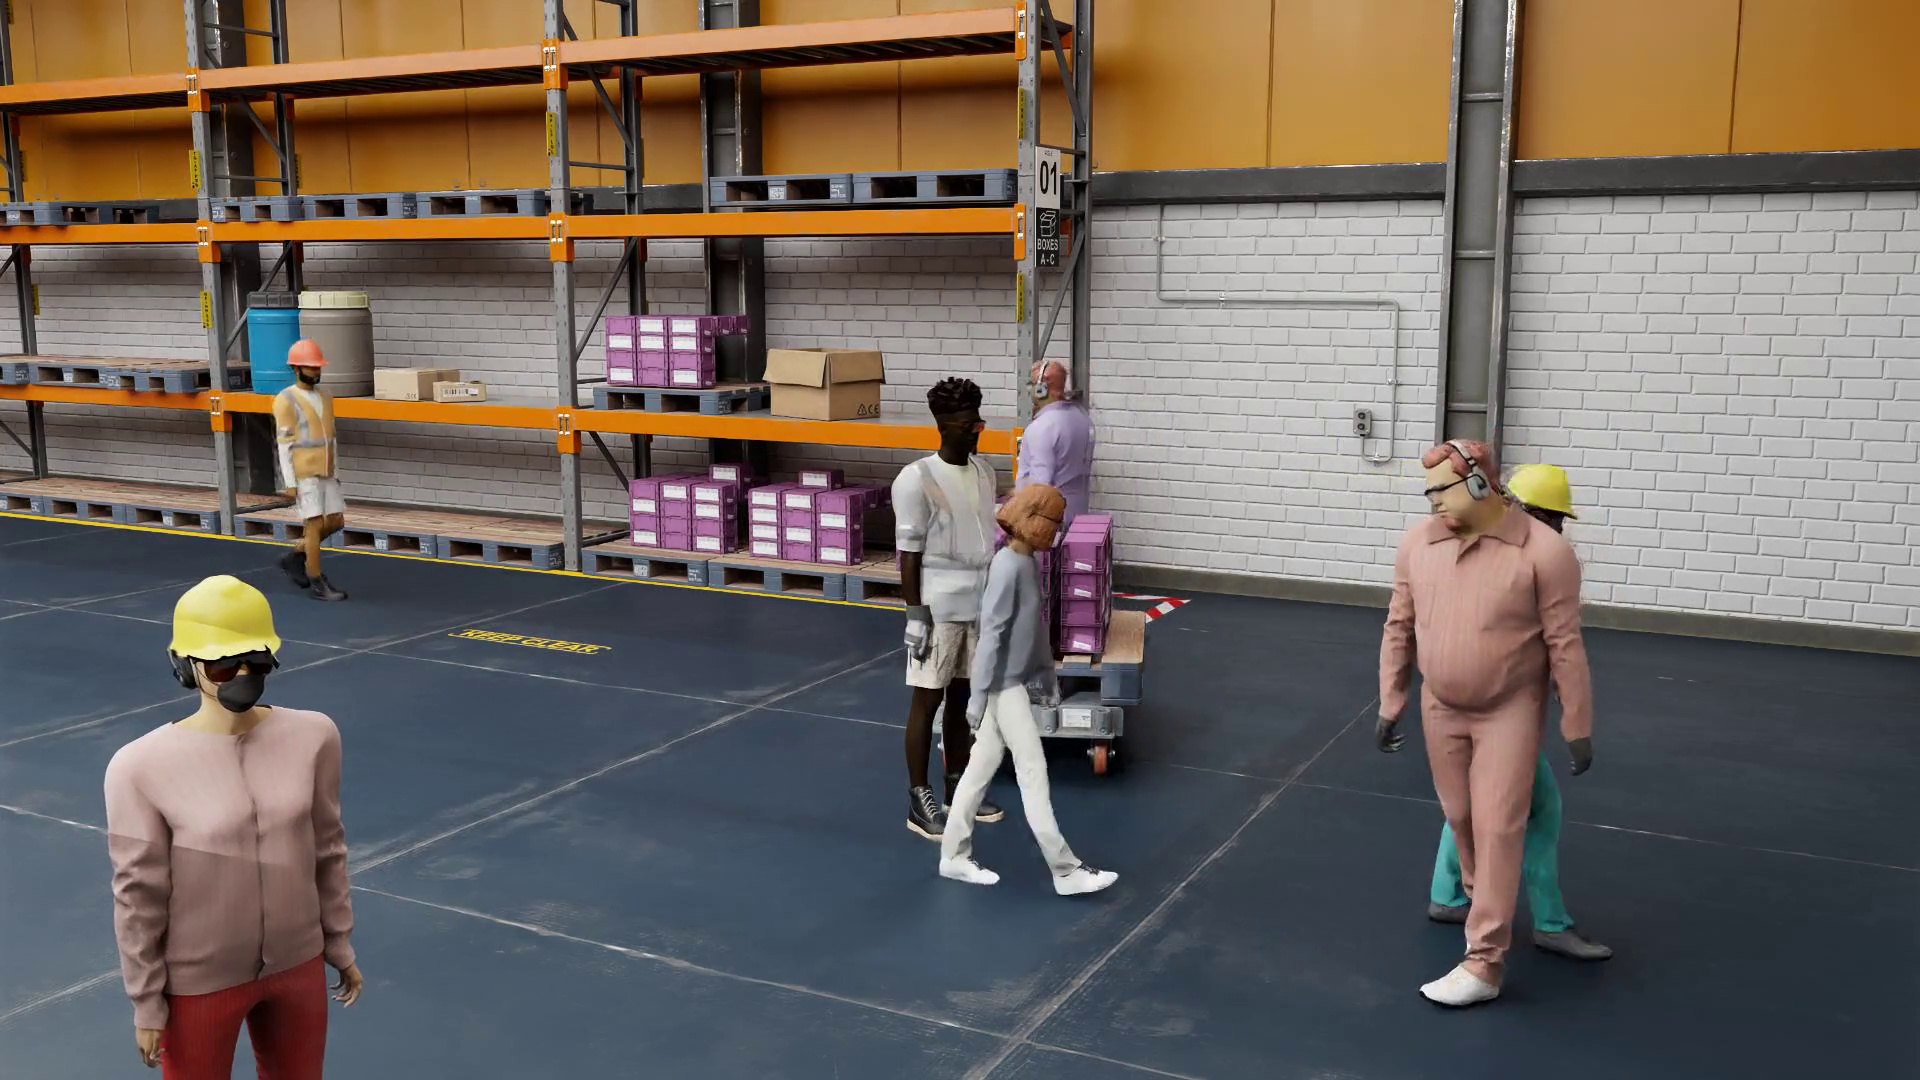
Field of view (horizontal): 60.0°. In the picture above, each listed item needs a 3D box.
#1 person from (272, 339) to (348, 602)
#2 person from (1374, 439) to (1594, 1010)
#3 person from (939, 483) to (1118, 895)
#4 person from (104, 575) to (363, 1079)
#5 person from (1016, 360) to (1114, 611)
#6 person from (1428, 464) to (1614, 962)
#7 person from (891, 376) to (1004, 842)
[{"bbox_3d":[-4.769,-0.505,12.132,0.555,1.918,0.561,3,10,19],"label":"person"},{"bbox_3d":[1.761,0.587,5.635,0.823,1.855,0.723,-9,13,-44],"label":"person"},{"bbox_3d":[0.273,0.578,6.430,0.804,1.586,0.561,2,9,13],"label":"person"},{"bbox_3d":[-1.565,0.947,3.653,0.310,1.769,0.525,7,12,39],"label":"person"},{"bbox_3d":[0.614,-0.138,10.009,0.814,1.883,0.652,5,10,28],"label":"person"},{"bbox_3d":[2.048,0.600,5.892,0.754,1.731,0.530,3,10,20],"label":"person"},{"bbox_3d":[-0.031,0.282,7.135,0.366,1.967,0.602,7,12,38],"label":"person"}]
